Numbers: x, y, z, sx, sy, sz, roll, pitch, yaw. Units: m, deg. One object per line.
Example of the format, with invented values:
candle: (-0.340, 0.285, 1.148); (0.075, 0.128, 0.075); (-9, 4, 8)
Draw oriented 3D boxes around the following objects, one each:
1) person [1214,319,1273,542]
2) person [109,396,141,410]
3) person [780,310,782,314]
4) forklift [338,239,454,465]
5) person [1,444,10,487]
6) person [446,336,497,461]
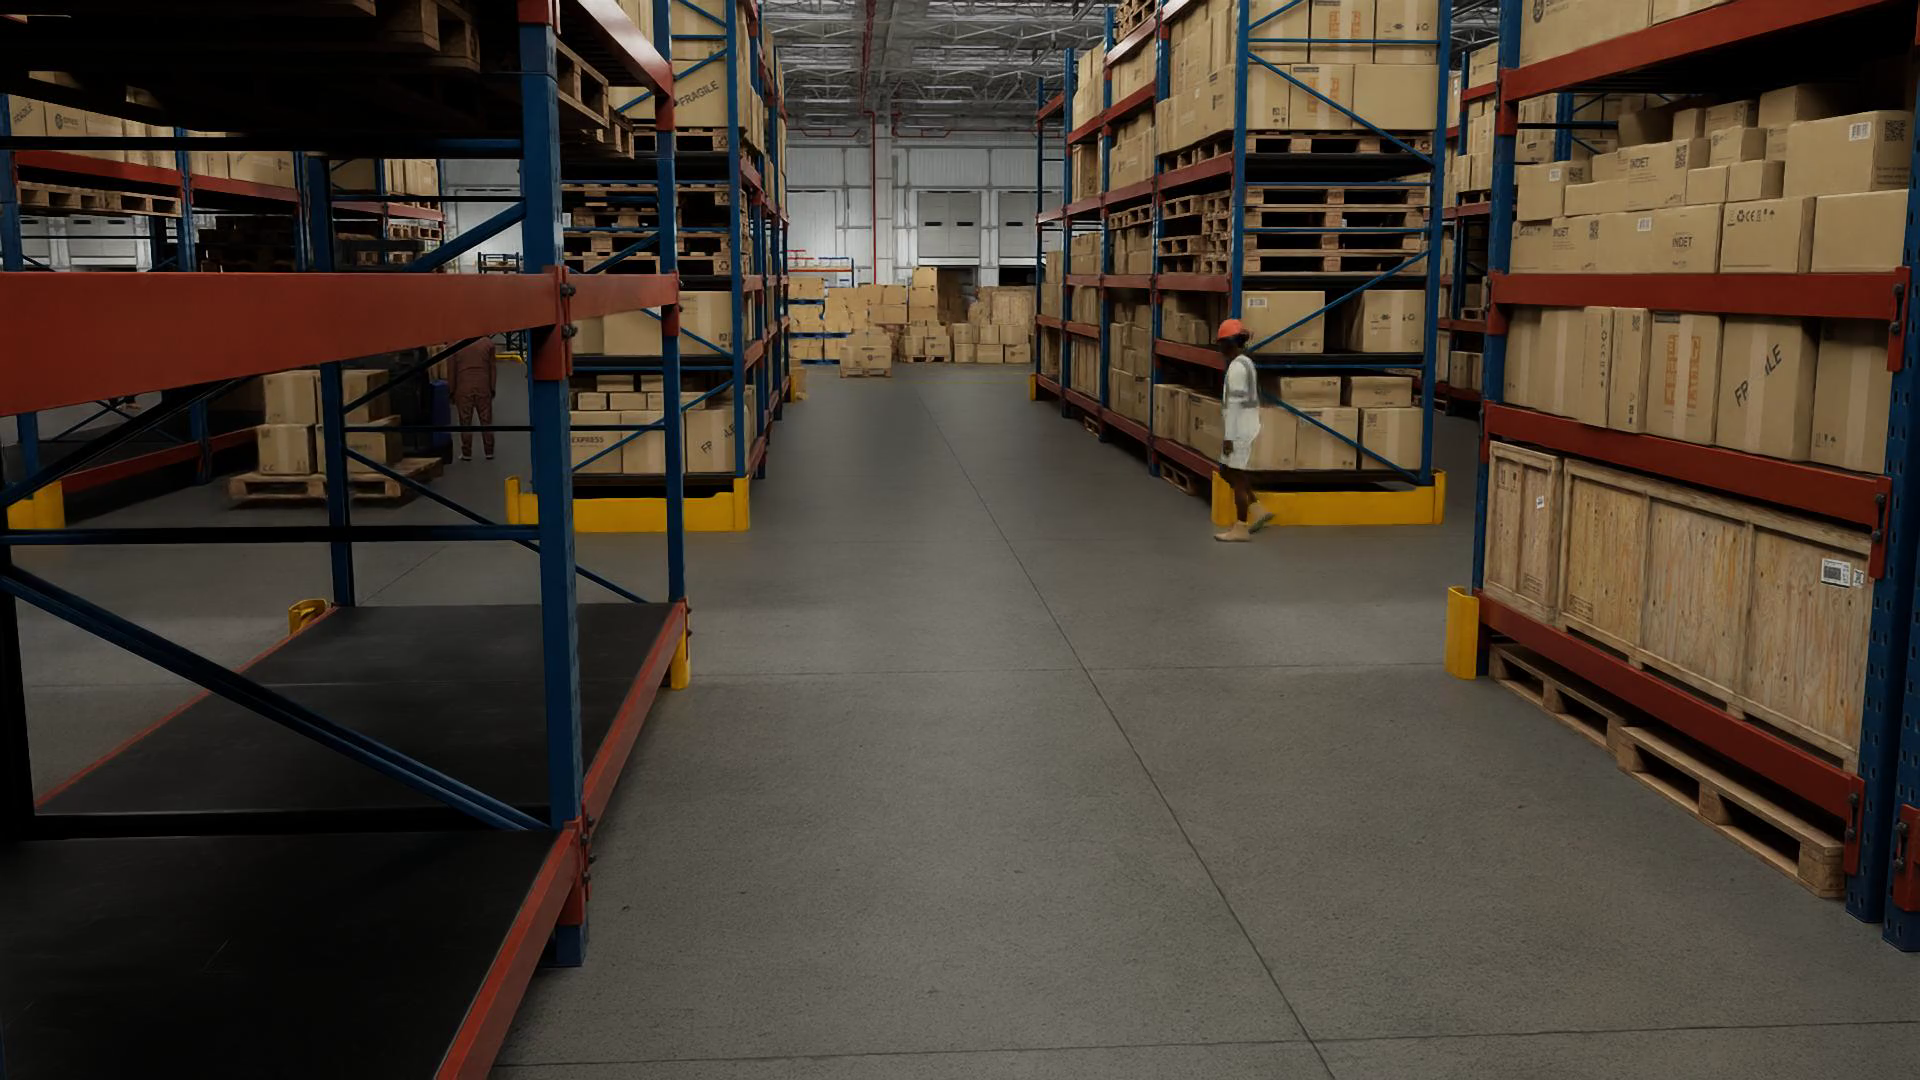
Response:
person: (2.507, -0.974, 14.994); (0.509, 2.015, 0.735); (2, 9, 13)
person: (-14.962, -3.336, 29.703); (0.535, 2.000, 0.673); (4, 10, 26)
person: (-4.822, -5.373, 42.788); (0.459, 1.942, 0.632); (5, 10, 27)
forklift: (-6.887, -2.212, 20.022); (1.129, 2.768, 1.873); (-1, 9, -4)
person: (-7.797, -0.515, 13.311); (0.435, 1.607, 0.521); (-1, 9, -4)
person: (-6.352, -1.981, 21.643); (0.637, 1.901, 0.403); (-5, 10, -28)
